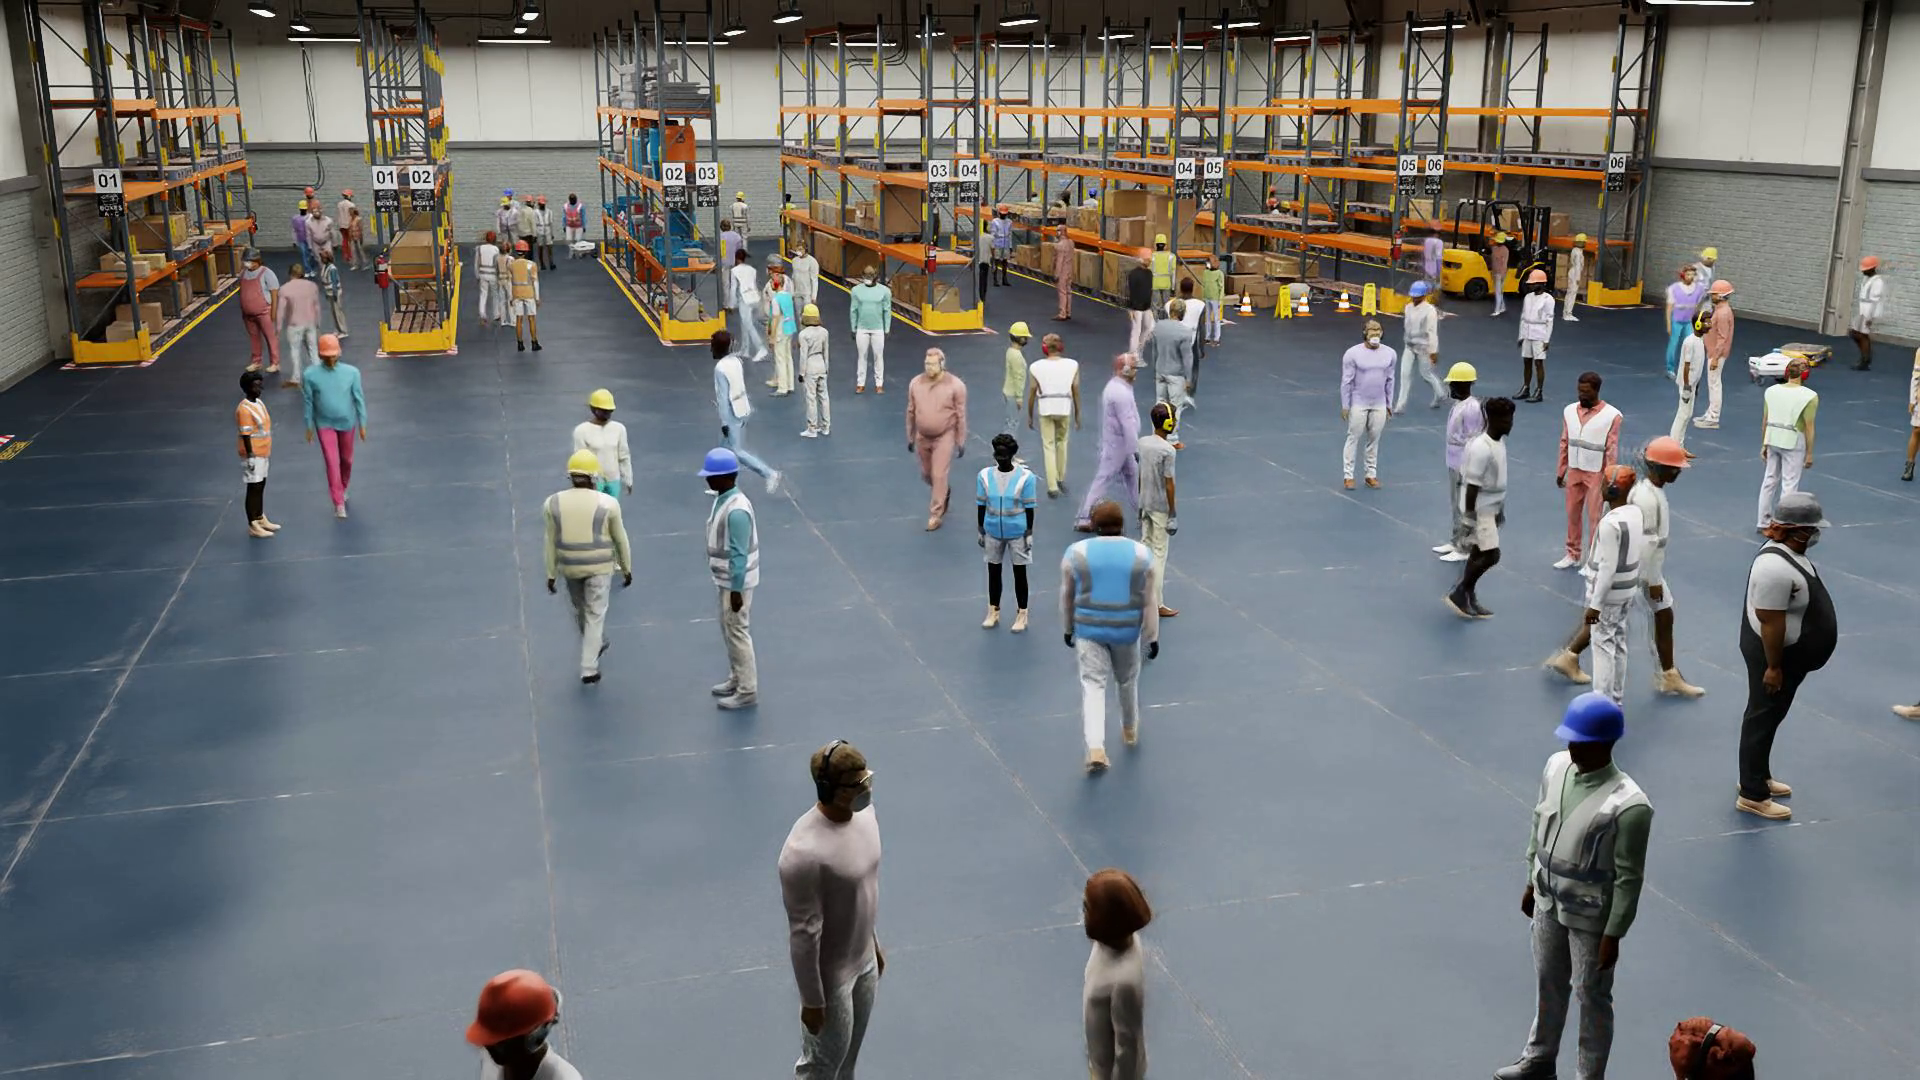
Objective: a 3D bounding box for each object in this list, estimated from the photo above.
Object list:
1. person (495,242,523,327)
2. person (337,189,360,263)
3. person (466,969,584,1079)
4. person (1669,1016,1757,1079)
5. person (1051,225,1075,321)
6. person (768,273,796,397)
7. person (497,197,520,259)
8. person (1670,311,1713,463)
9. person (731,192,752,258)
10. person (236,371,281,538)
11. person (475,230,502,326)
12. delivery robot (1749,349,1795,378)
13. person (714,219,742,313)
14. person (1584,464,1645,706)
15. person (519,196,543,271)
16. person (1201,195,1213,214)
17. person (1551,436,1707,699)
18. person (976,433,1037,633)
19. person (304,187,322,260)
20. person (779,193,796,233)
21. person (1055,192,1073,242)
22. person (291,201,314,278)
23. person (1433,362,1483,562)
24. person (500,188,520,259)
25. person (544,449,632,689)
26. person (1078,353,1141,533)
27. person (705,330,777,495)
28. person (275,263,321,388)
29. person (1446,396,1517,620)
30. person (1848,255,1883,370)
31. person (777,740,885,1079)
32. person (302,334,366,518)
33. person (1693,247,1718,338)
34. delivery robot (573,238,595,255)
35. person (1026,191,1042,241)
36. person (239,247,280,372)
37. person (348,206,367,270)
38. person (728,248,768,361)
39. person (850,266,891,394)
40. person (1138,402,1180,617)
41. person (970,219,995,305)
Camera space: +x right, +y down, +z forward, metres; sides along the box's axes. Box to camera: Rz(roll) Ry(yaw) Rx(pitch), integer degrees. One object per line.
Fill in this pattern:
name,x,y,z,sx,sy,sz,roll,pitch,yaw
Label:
person,-8.835,-4.979,32.440,0.514,1.641,0.315,9,17,30
person,-16.567,-8.502,45.064,0.604,1.973,0.440,8,17,26
person,-1.367,2.167,5.333,0.563,1.751,0.328,13,20,40
person,2.048,2.237,4.819,0.337,1.882,0.584,9,18,32
person,2.041,-5.358,33.370,0.404,1.903,0.636,7,17,26
person,-2.647,-3.063,24.851,0.380,1.841,0.566,4,15,14
person,-12.015,-8.229,44.333,0.602,1.817,0.474,-1,15,-2
person,8.959,-1.885,20.388,0.327,1.861,0.507,10,18,34
person,-6.096,-8.788,46.407,0.591,1.833,0.403,7,16,23
person,-7.143,-0.875,16.885,0.320,1.697,0.537,-1,15,-5
person,-9.284,-5.157,32.721,0.641,1.852,0.929,1,15,3
delivery robot,12.671,-2.726,25.863,0.707,0.478,0.477,-1,15,-2
person,-4.827,-5.708,34.618,0.627,1.937,0.370,-10,18,-34
person,4.592,0.391,11.764,0.341,1.882,0.587,12,19,39
person,-10.952,-7.771,42.366,0.719,1.934,0.931,13,20,40
person,7.211,-9.472,48.790,0.592,1.930,0.356,-11,19,-36
person,5.009,0.188,12.362,1.068,1.990,0.596,10,18,33
person,0.381,-0.064,13.852,0.530,1.689,0.321,5,16,18
person,-17.793,-8.694,45.759,0.611,1.985,0.393,9,17,30
person,-4.947,-9.125,47.930,0.532,1.697,0.320,2,15,7
person,2.999,-8.968,47.168,0.638,1.797,0.885,-13,20,-40
person,-16.214,-7.432,41.168,0.625,1.896,0.659,-4,15,-16
person,4.787,-0.749,15.973,0.382,1.924,0.594,2,15,7
person,-12.448,-8.748,46.052,0.605,1.939,0.410,3,15,10
person,-2.828,0.188,12.730,0.619,1.779,0.947,2,15,7
person,1.683,-0.971,16.956,1.002,1.853,0.647,1,15,4
person,-2.454,-1.388,18.472,0.808,1.891,0.607,2,15,9
person,-10.148,-3.284,25.538,0.380,1.918,0.752,14,20,41
person,4.456,-0.267,14.107,0.411,1.947,0.619,8,17,28
person,14.749,-3.696,27.123,0.466,1.893,0.637,2,15,8
person,-0.482,1.715,6.681,0.373,1.940,0.628,6,16,20
person,-6.742,-1.280,17.950,0.626,1.955,0.959,-7,17,-26
person,13.200,-4.280,29.487,0.634,1.797,0.719,-7,16,-25
delivery robot,-10.504,-8.144,46.252,0.477,0.478,0.707,10,18,34
person,2.320,-10.143,51.936,0.544,1.608,0.368,1,15,4
person,-11.417,-3.741,27.013,0.684,2.000,0.535,5,16,17
person,-15.666,-7.824,43.166,0.519,1.645,0.309,9,17,30
person,-3.584,-4.025,28.413,0.816,1.883,0.615,8,17,27
person,-1.344,-3.160,25.035,0.627,1.934,0.370,1,15,4
person,1.699,-0.255,14.257,0.317,1.856,0.513,-8,17,-28
person,0.481,-5.998,35.939,0.536,1.827,0.951,-2,15,-7
